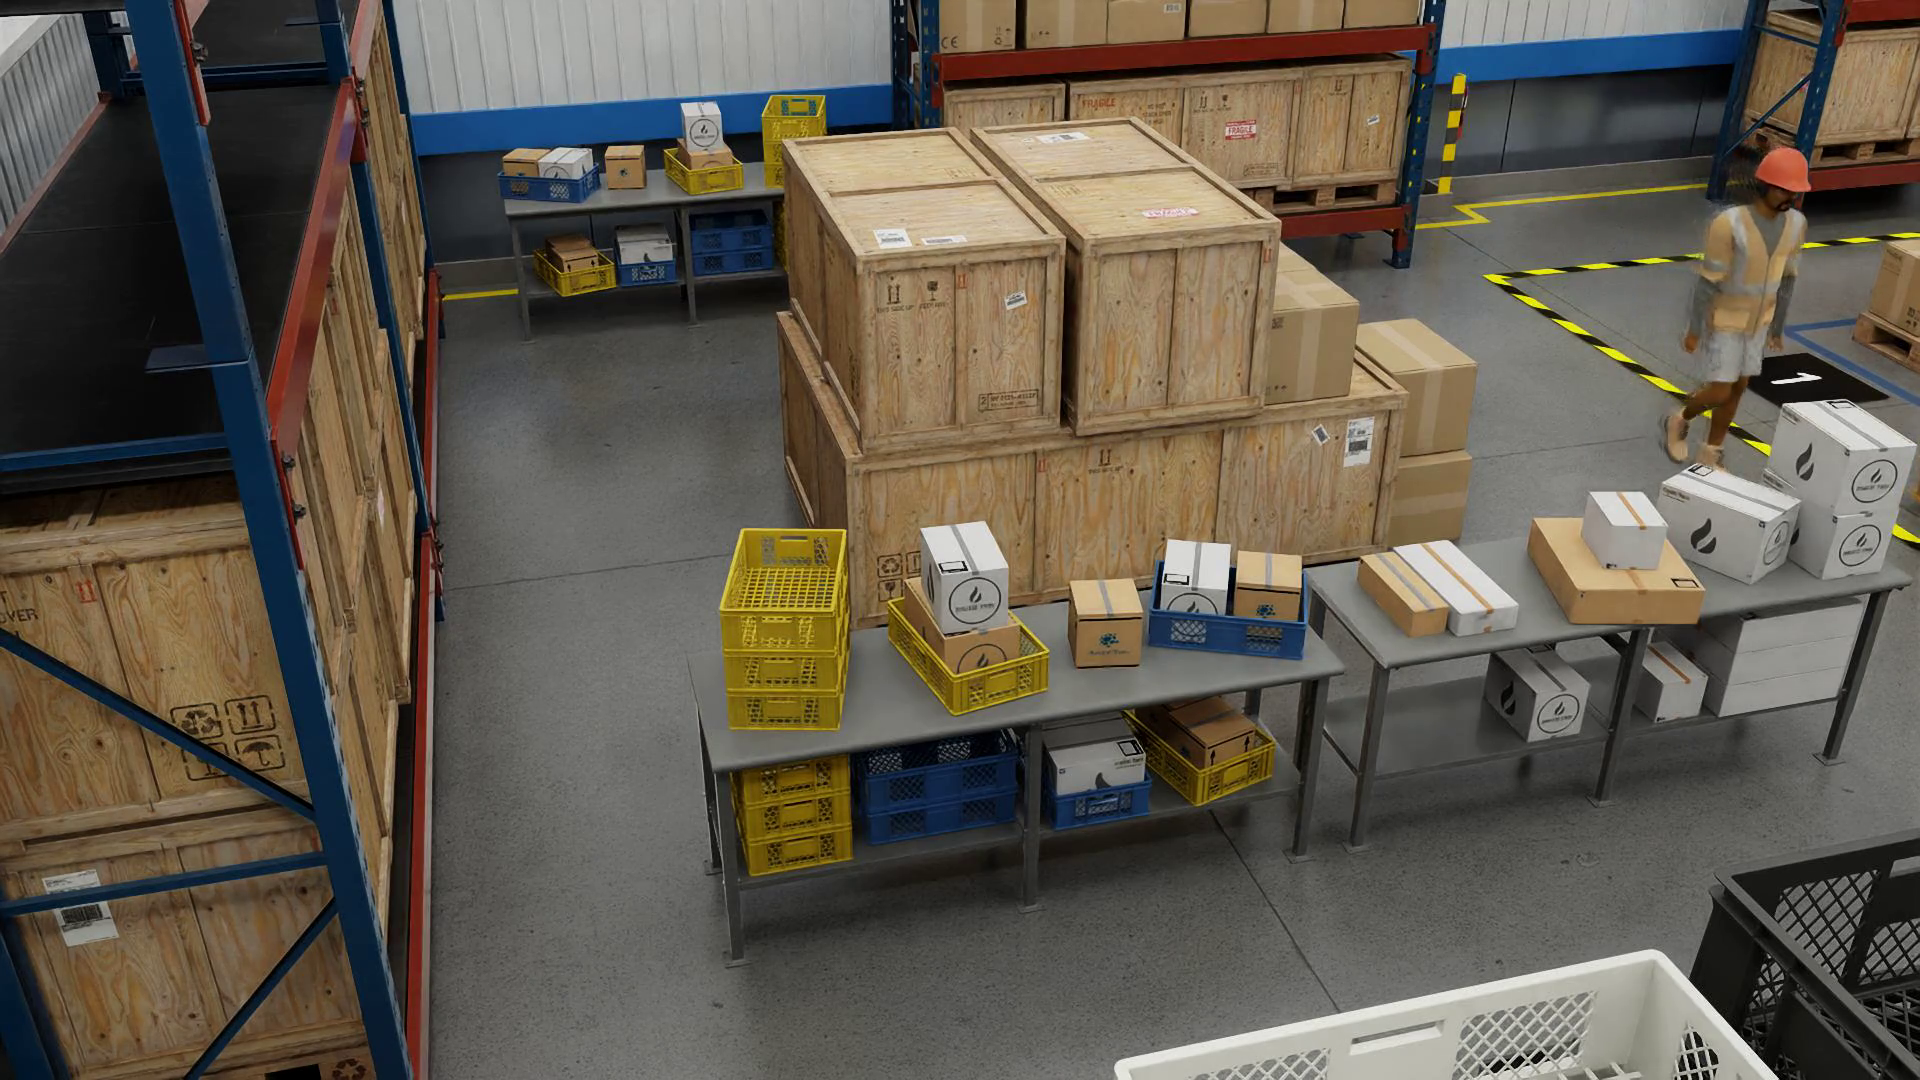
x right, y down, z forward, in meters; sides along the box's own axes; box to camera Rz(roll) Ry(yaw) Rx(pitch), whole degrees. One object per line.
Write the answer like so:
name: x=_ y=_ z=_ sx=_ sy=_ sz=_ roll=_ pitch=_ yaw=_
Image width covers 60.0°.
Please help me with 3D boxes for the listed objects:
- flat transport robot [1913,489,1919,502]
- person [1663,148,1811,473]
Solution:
flat transport robot: x=6.066 y=-0.033 z=9.148 sx=0.652 sy=0.197 sz=1.431 roll=-7 pitch=30 yaw=-13
person: x=4.497 y=-1.264 z=9.586 sx=0.638 sy=2.030 sz=0.475 roll=-8 pitch=30 yaw=-14
